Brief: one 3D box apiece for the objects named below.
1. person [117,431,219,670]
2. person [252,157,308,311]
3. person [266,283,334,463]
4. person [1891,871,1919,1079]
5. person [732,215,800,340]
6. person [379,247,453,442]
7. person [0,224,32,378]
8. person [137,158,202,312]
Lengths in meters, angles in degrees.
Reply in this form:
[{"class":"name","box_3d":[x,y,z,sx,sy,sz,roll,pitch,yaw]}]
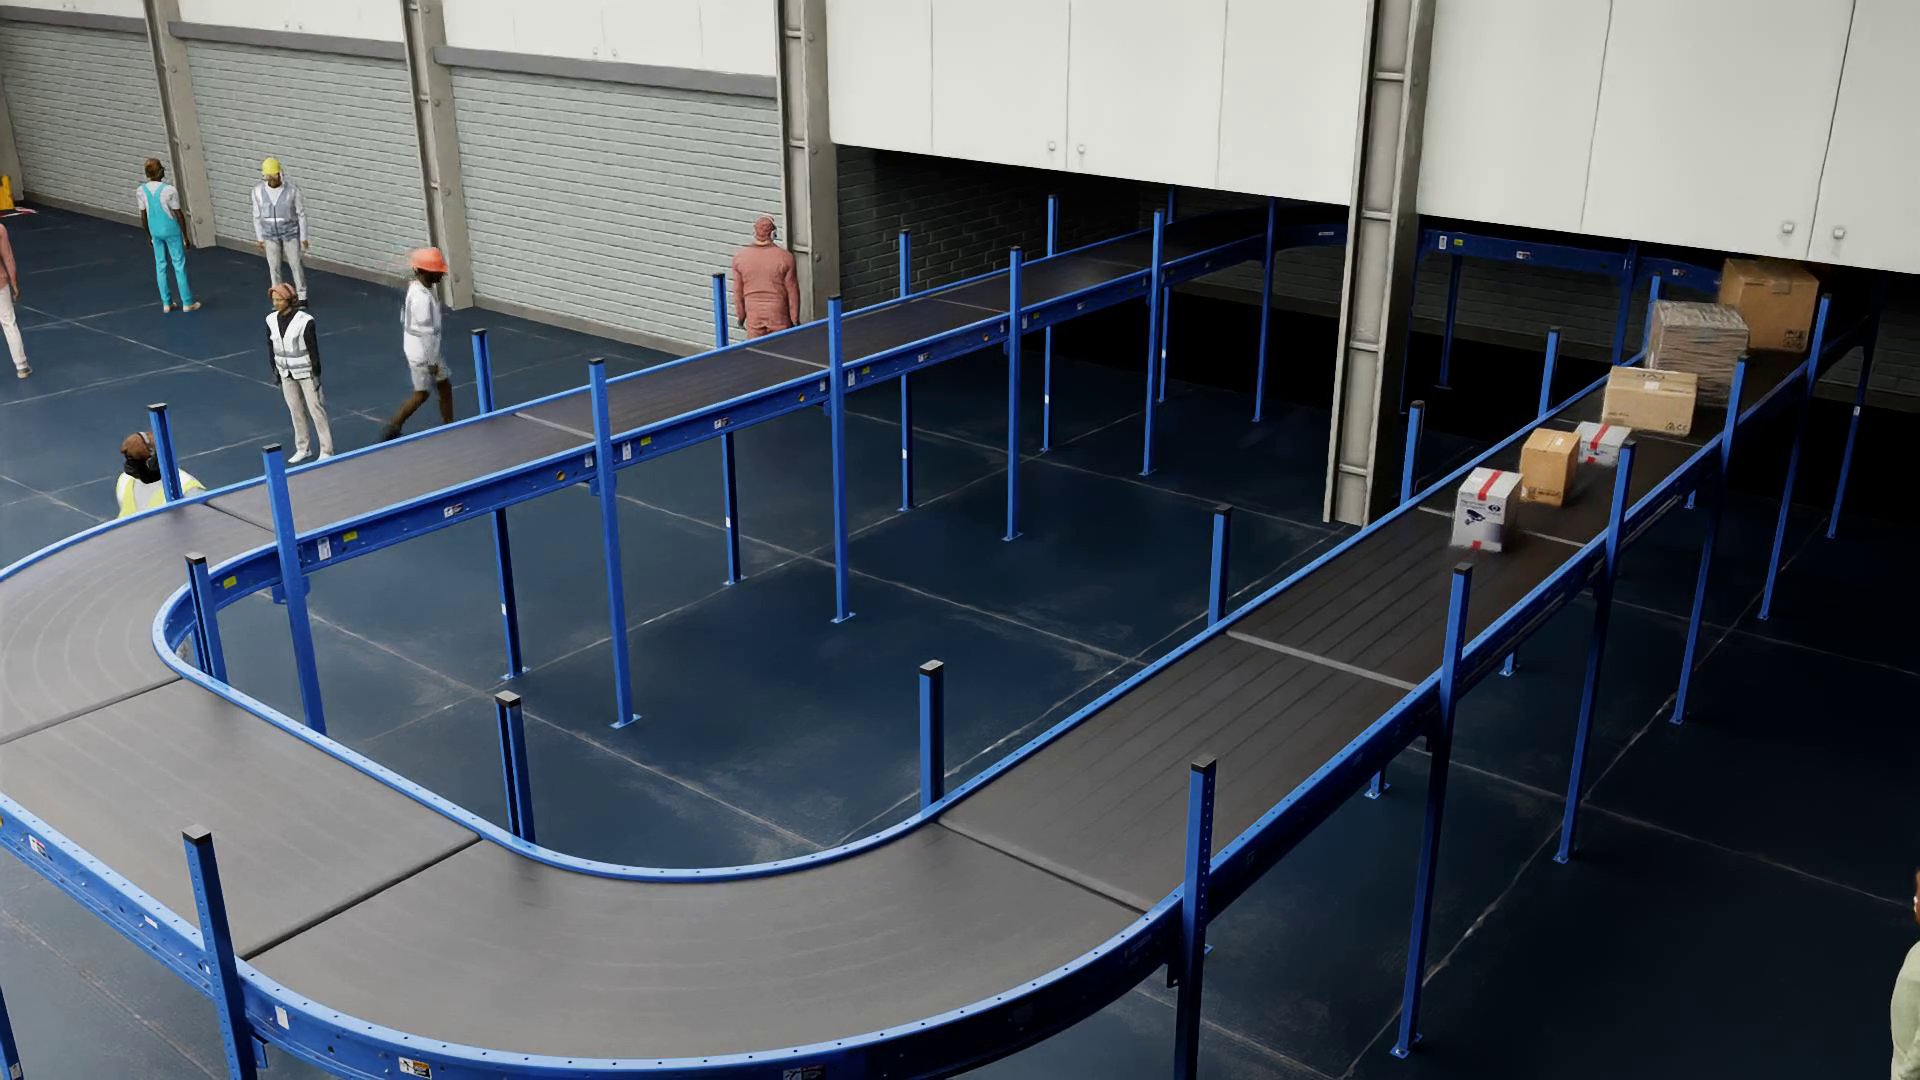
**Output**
[{"class":"person","box_3d":[-4.811,0.214,10.138,0.624,1.841,0.430,7,23,18]},{"class":"person","box_3d":[-8.184,-3.683,20.045,0.588,1.832,0.403,-4,22,-10]},{"class":"person","box_3d":[-5.839,-1.461,14.674,0.519,1.633,0.311,7,23,18]},{"class":"person","box_3d":[3.528,1.896,6.139,0.282,1.633,0.498,15,26,33]},{"class":"person","box_3d":[-1.857,-2.194,16.163,0.651,1.906,0.403,3,22,9]},{"class":"person","box_3d":[-4.903,-1.712,14.978,0.802,1.892,0.550,-2,22,-5]},{"class":"person","box_3d":[-10.059,-2.636,17.166,0.613,1.994,0.395,-11,24,-26]},{"class":"person","box_3d":[-9.506,-3.645,19.932,0.507,1.847,0.345,0,21,1]}]
